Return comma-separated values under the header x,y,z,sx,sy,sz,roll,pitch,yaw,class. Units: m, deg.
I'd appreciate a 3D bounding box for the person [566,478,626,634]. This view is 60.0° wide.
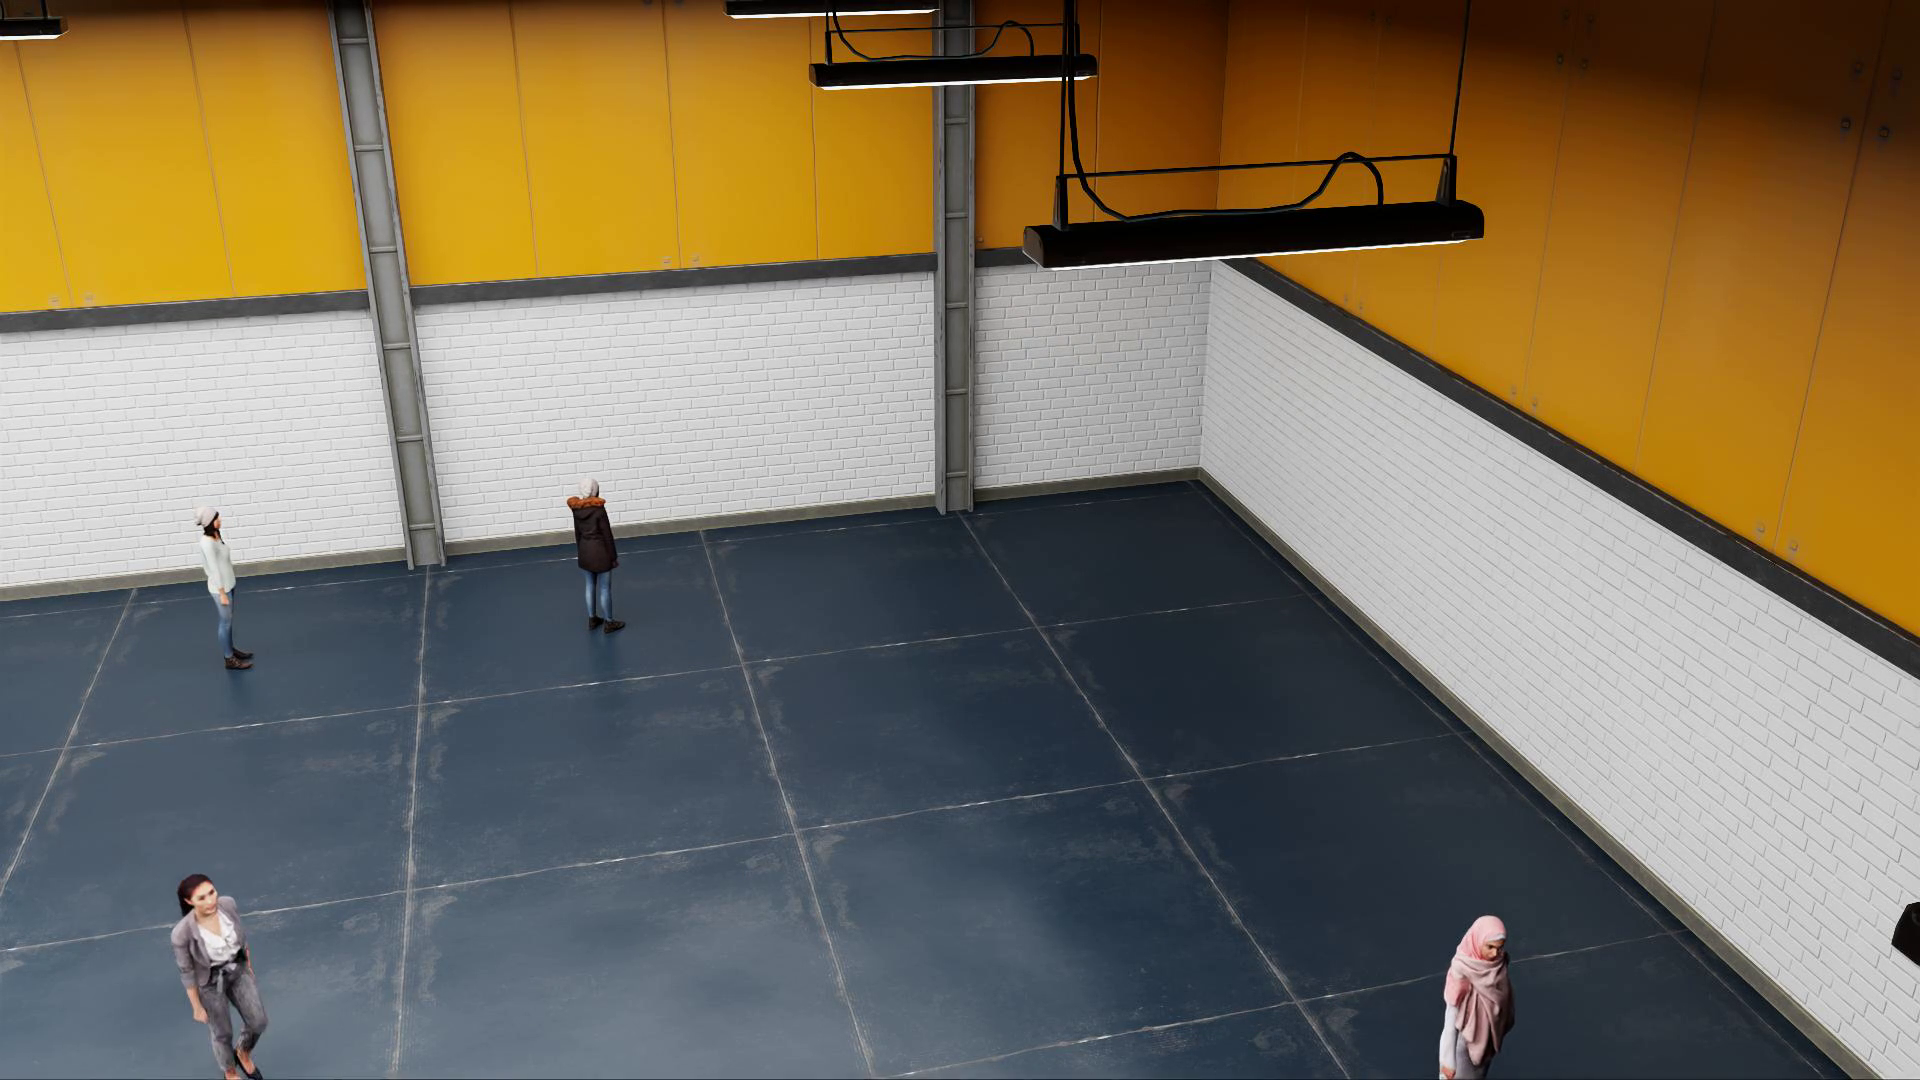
x,y,z,sx,sy,sz,roll,pitch,yaw,class
-3.614,0.140,16.504,0.744,1.634,0.811,11,26,24,person

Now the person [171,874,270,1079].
x,y,z,sx,sy,sz,roll,pitch,yaw,class
-4.685,2.773,10.444,0.797,1.663,0.728,15,28,30,person

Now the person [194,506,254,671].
x,y,z,sx,sy,sz,roll,pitch,yaw,class
-7.024,0.434,15.818,0.509,1.644,0.577,-8,25,-17,person

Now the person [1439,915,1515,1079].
x,y,z,sx,sy,sz,roll,pitch,yaw,class
2.987,2.980,9.797,0.637,1.803,0.764,-15,28,-31,person
